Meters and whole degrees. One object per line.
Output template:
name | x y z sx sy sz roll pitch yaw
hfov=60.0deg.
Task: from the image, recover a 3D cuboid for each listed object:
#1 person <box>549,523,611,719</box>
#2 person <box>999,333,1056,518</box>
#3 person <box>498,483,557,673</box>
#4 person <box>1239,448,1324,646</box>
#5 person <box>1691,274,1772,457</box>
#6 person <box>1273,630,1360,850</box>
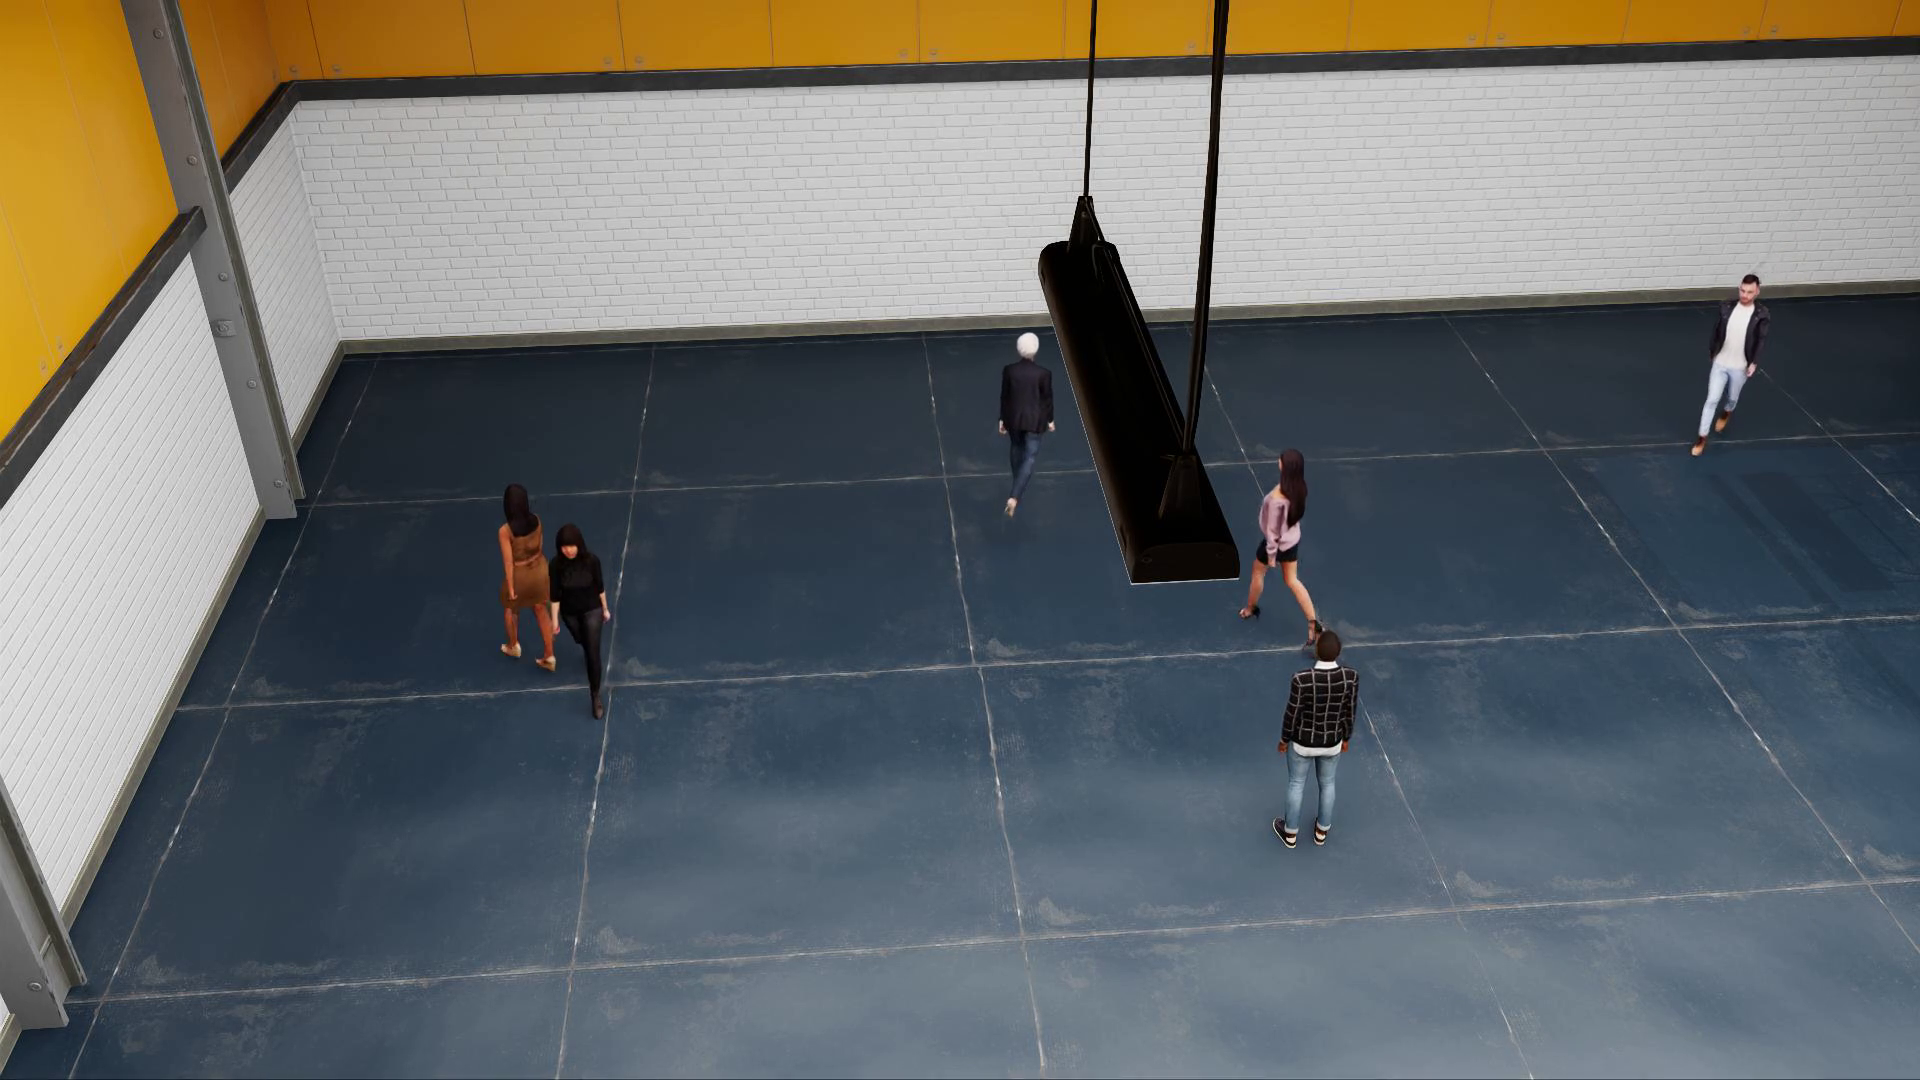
person | -2.961 0.517 13.021 0.635 1.605 1.076 -4 34 -6
person | 0.526 -1.013 14.915 1.048 1.763 1.173 13 36 19
person | -3.380 0.345 13.227 0.902 1.663 0.855 21 39 28
person | 2.691 0.087 13.513 1.044 1.777 1.181 -27 42 -34
person | 7.578 -1.761 16.263 1.087 1.810 1.219 19 38 27
person | 2.470 1.383 11.523 0.650 1.821 0.538 -2 34 -3
